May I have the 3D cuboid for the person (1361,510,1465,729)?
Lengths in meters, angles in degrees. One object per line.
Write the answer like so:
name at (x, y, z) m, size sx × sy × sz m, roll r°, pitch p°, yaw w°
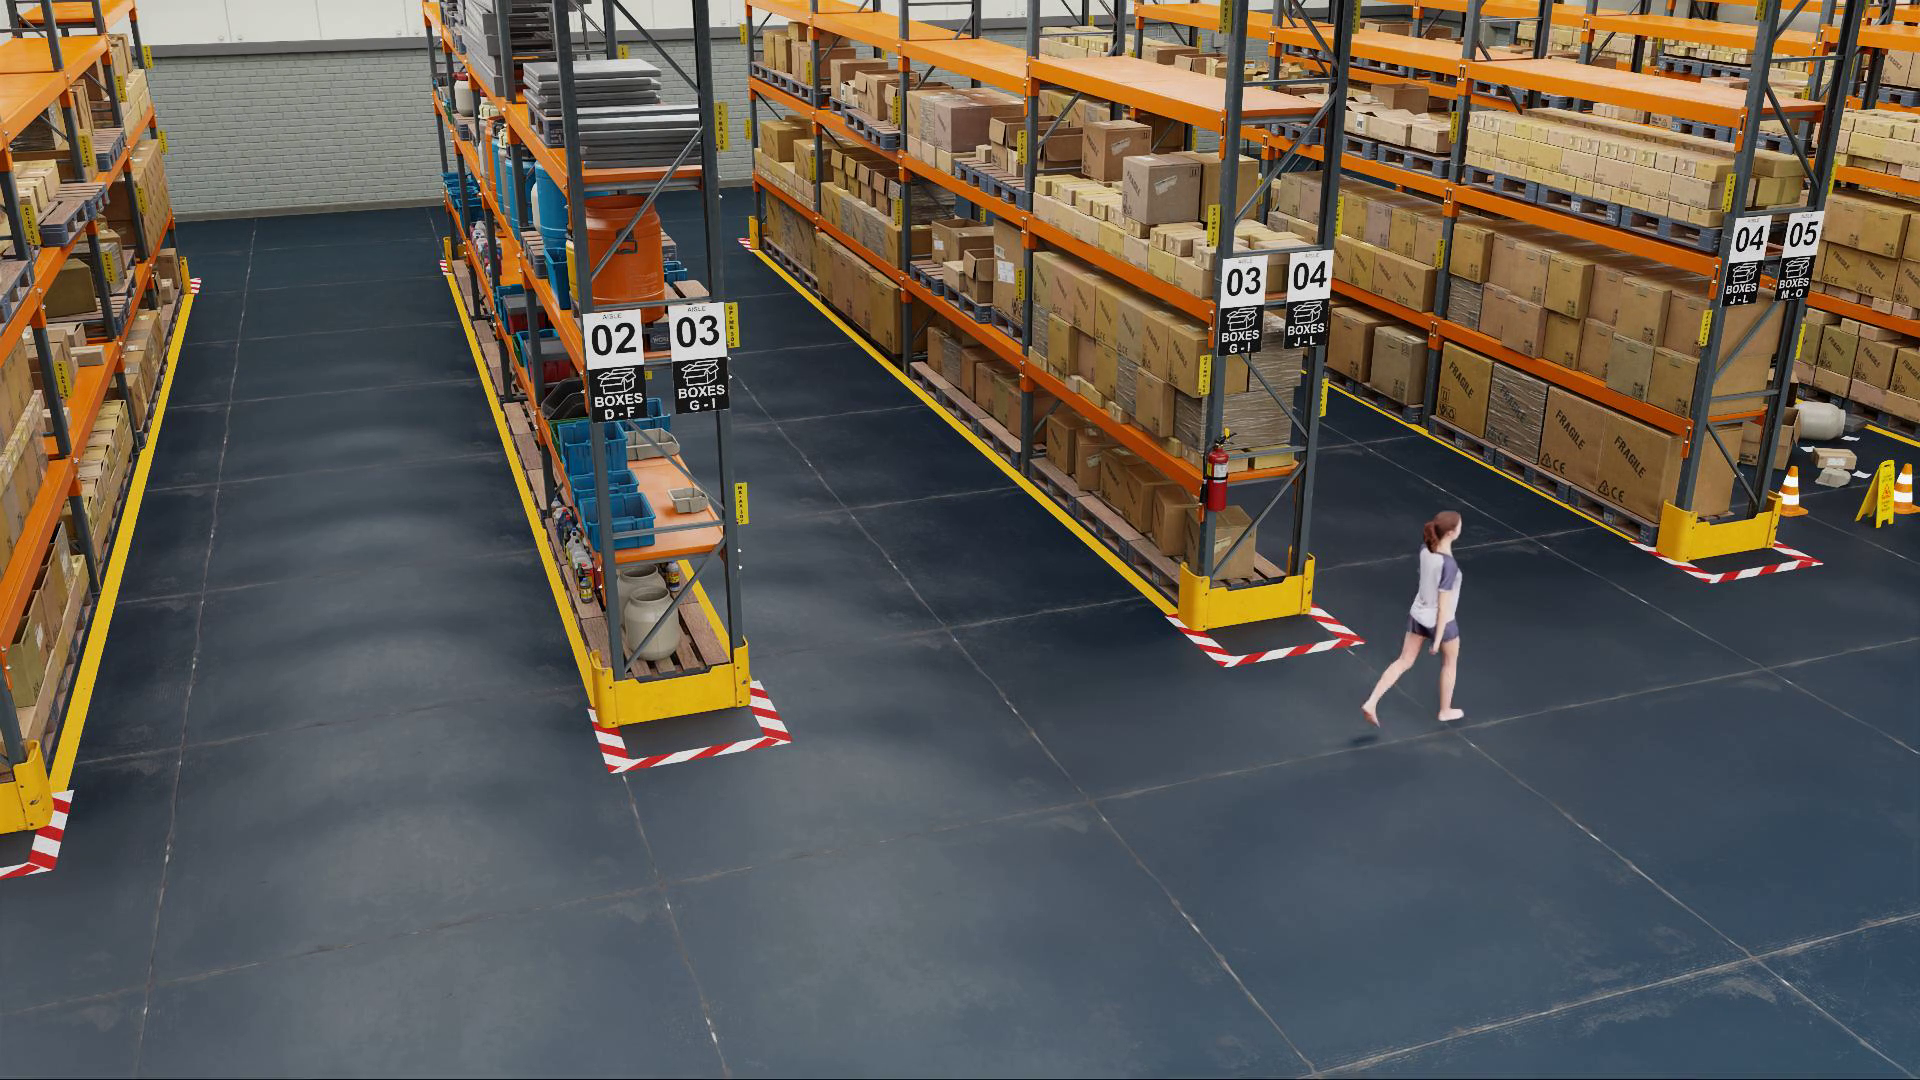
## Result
person at (3.389, 0.622, 12.246) m, size 0.732 × 1.726 × 1.079 m, roll -11°, pitch 25°, yaw -26°
